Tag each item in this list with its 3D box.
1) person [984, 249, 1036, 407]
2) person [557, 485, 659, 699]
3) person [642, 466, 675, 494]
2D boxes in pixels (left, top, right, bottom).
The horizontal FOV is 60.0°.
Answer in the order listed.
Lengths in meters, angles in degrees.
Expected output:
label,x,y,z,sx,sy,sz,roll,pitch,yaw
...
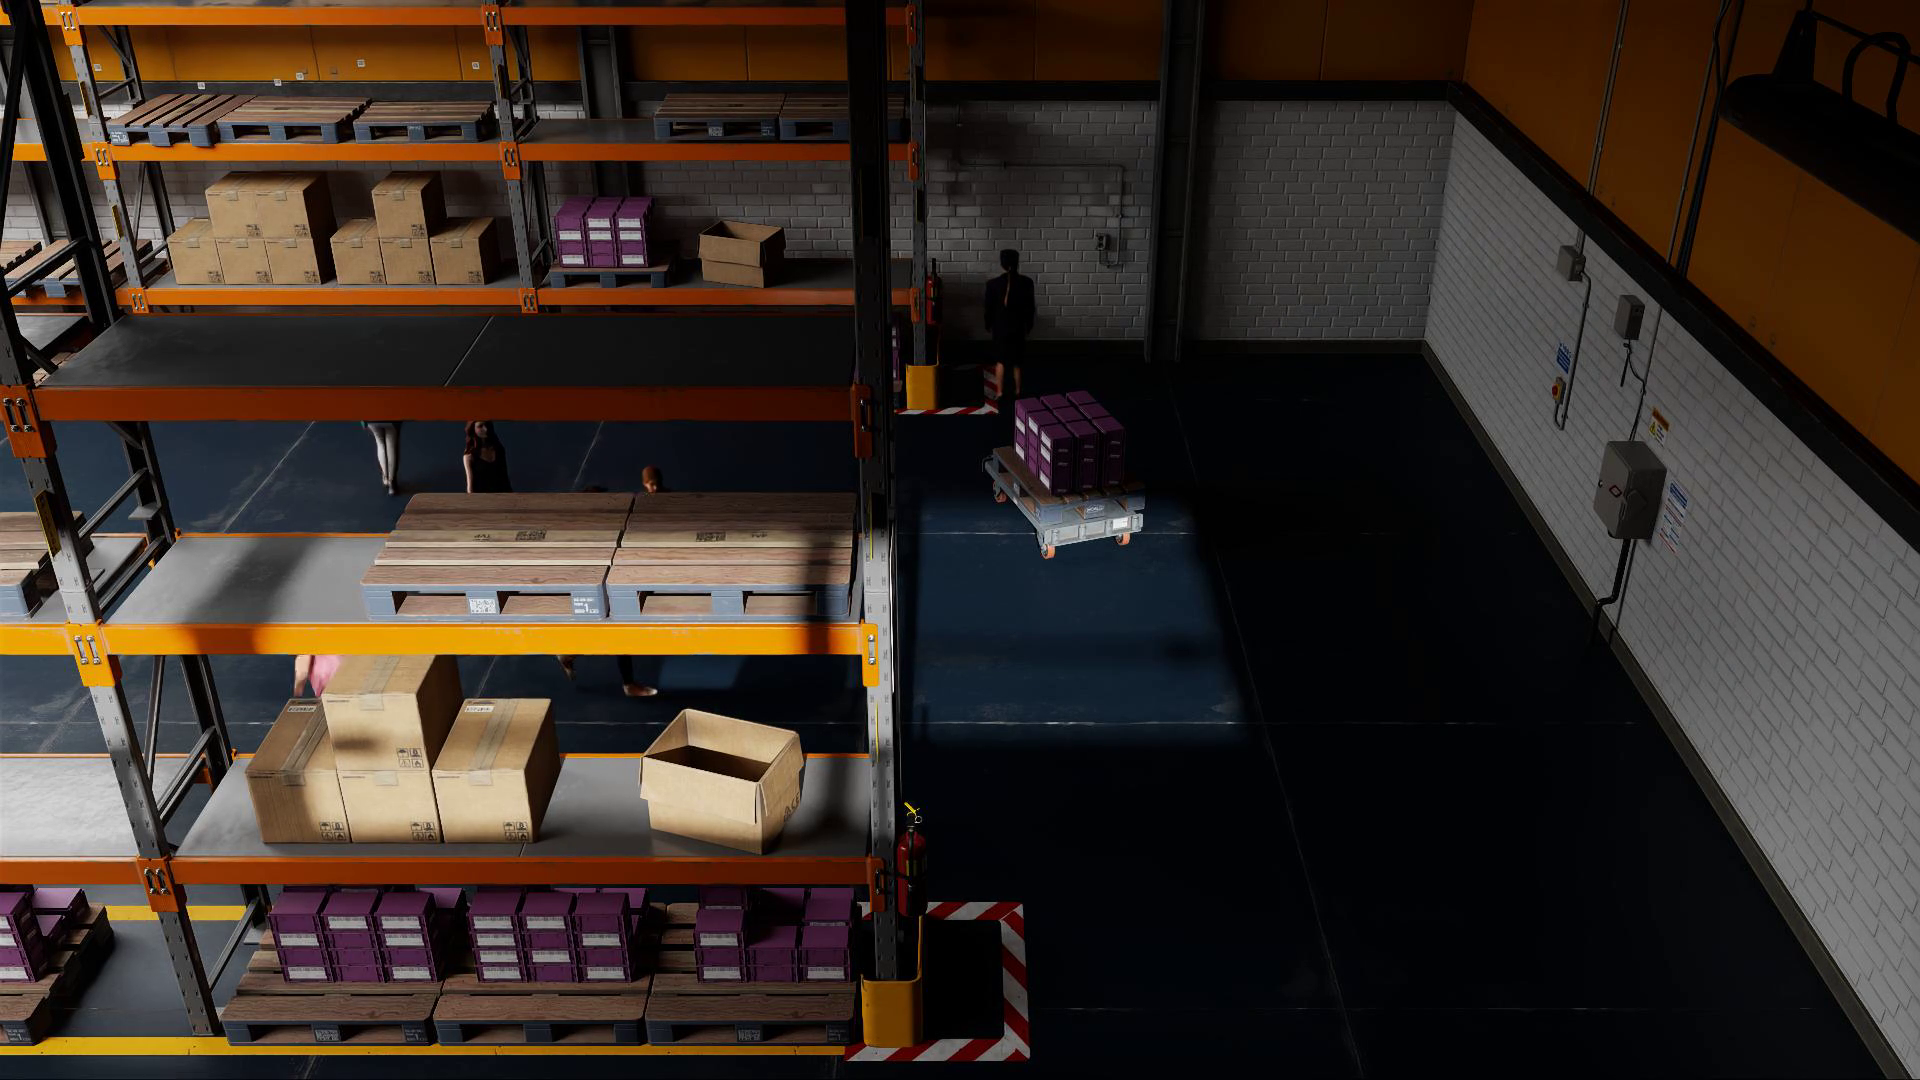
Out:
label,x,y,z,sx,sy,sz,roll,pitch,yaw
person,0.503,-2.197,17.293,0.627,1.671,0.802,-5,29,-9
person,-2.723,0.396,12.442,1.027,1.765,0.636,3,29,5
person,-2.501,-0.050,13.749,0.595,1.296,0.686,-16,32,-27
